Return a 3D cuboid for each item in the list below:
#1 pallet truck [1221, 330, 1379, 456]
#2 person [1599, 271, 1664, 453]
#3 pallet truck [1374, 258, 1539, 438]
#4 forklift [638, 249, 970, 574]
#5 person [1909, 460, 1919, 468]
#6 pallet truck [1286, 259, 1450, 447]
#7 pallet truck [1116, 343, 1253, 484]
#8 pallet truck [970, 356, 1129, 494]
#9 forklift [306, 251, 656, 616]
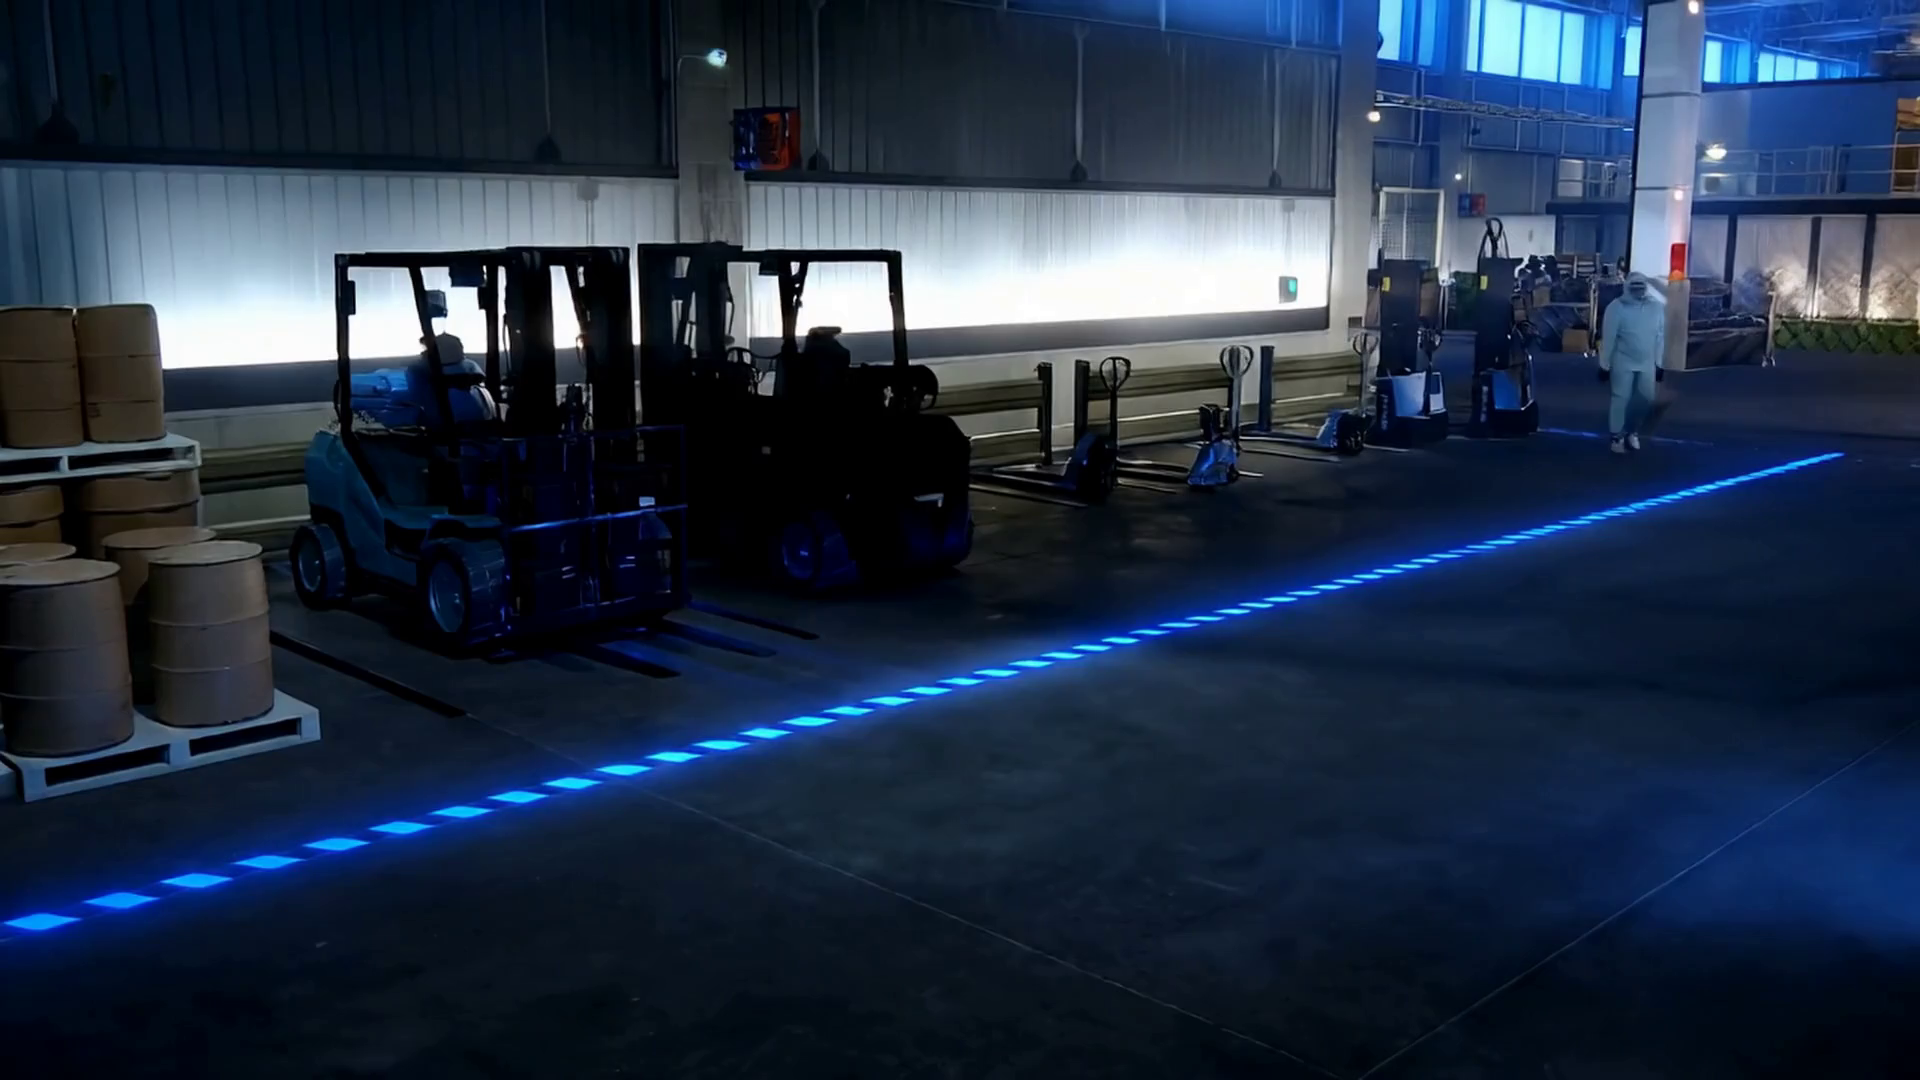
[{"bbox_3d":[3.563,-1.581,17.381,0.653,1.274,1.630,-10,14,-44],"label":"pallet truck"},{"bbox_3d":[6.904,-1.831,17.178,0.684,1.876,0.568,-1,10,-5],"label":"person"},{"bbox_3d":[5.704,-2.208,18.901,1.885,1.965,0.823,10,14,43],"label":"pallet truck"},{"bbox_3d":[-1.173,-0.958,11.239,2.680,1.987,1.157,10,14,43],"label":"forklift"},{"bbox_3d":[9.376,-1.658,15.777,0.394,2.042,0.611,-1,10,-6],"label":"person"},{"bbox_3d":[4.493,-2.078,18.196,0.823,1.965,1.885,-9,14,-40],"label":"pallet truck"},{"bbox_3d":[1.962,-1.215,15.415,1.522,1.261,0.704,10,14,43],"label":"pallet truck"},{"bbox_3d":[0.784,-1.085,14.876,0.680,1.201,1.601,-10,14,-44],"label":"pallet truck"},{"bbox_3d":[-2.833,-0.669,9.694,1.157,1.987,2.680,-10,14,-44],"label":"forklift"}]
